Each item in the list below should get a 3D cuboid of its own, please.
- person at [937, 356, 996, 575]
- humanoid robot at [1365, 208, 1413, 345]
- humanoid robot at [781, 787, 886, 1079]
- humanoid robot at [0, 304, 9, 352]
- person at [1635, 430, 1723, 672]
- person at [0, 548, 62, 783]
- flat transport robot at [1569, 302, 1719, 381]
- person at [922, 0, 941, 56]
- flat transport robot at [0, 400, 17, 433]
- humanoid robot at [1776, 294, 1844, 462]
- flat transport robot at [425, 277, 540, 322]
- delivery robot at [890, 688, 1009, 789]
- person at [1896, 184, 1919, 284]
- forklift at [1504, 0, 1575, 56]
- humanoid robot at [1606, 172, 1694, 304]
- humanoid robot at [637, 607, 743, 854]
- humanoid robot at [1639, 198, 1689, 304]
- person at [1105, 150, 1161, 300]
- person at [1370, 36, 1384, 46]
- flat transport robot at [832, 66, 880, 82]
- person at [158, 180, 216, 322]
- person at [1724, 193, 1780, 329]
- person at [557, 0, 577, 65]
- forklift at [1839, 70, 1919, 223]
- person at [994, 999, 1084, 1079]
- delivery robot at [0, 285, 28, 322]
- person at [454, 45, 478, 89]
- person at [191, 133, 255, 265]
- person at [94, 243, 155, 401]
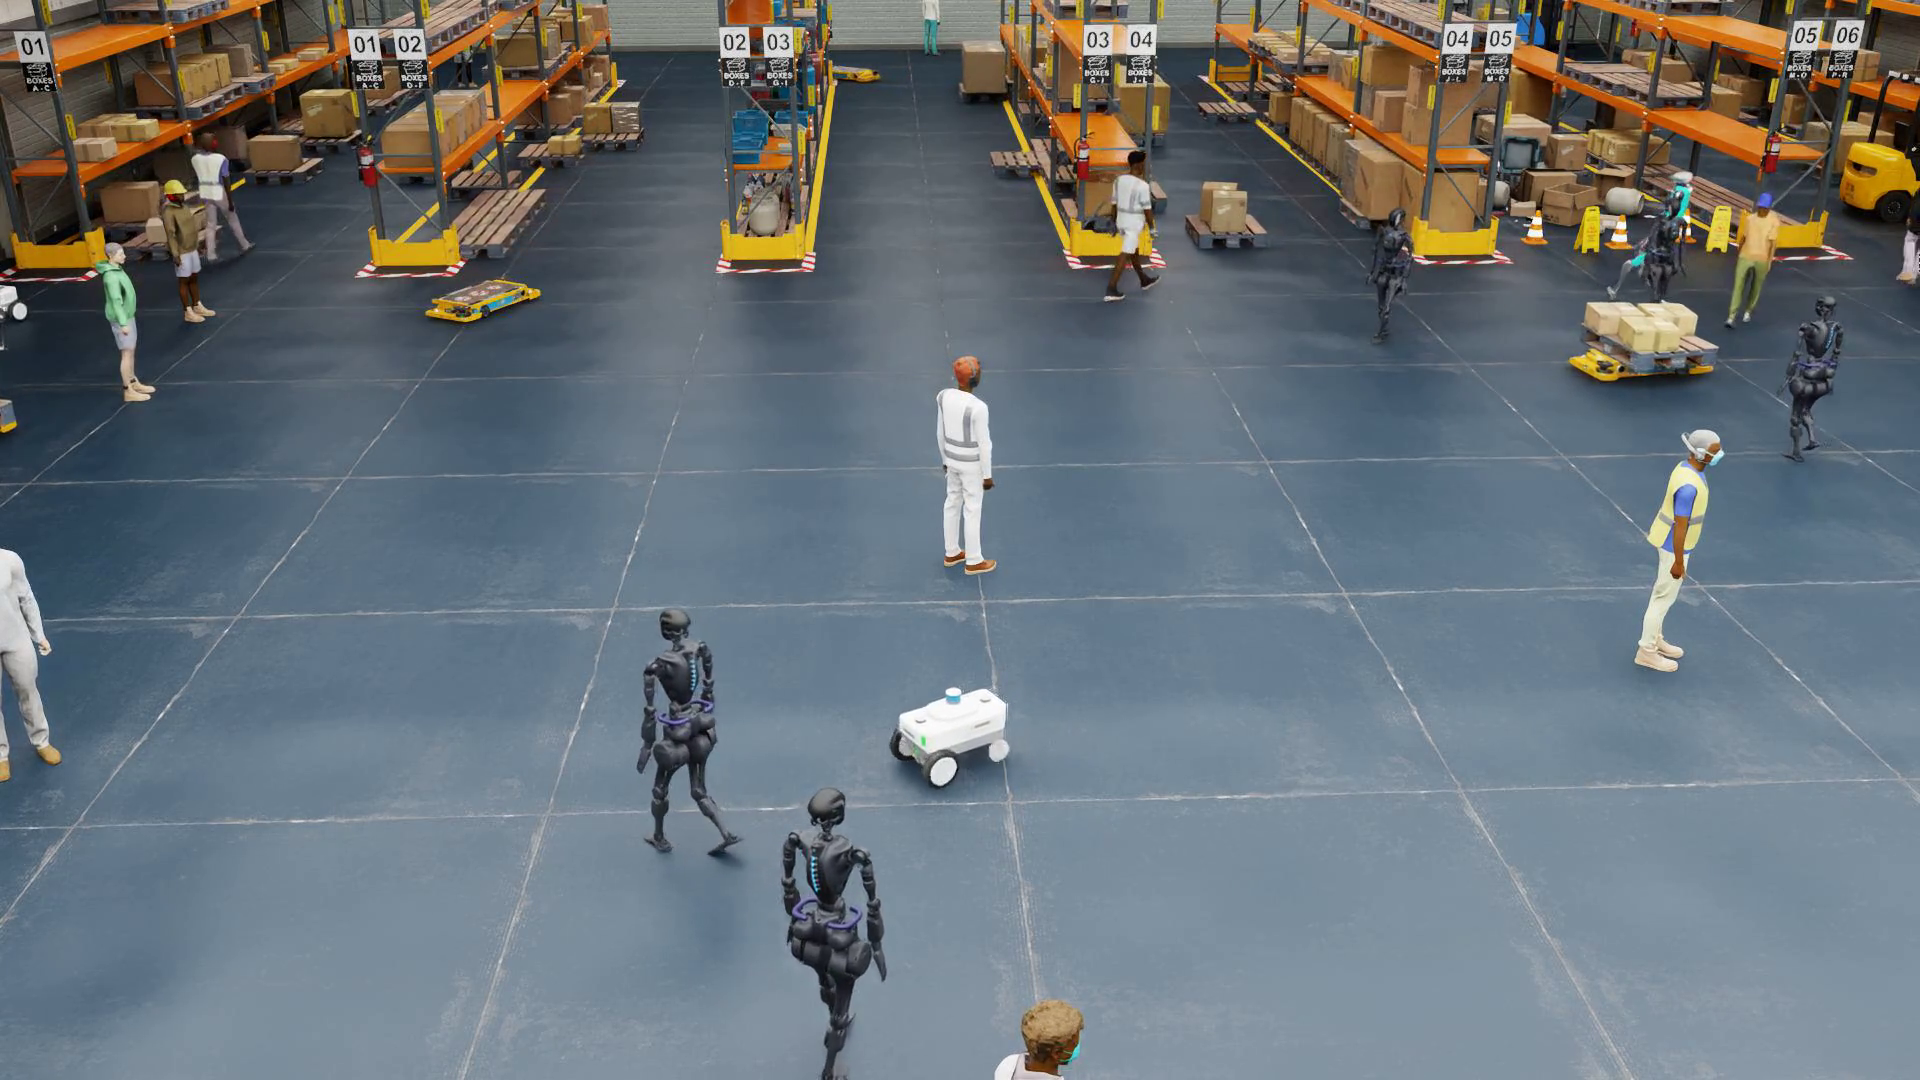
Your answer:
[{"bbox_3d":[0.058,-0.624,13.892,0.351,1.882,0.582,-21,31,-39],"label":"person"},{"bbox_3d":[5.109,-3.165,19.862,0.591,1.631,0.602,-20,31,-38],"label":"humanoid robot"},{"bbox_3d":[-0.618,1.958,8.362,0.590,1.633,0.686,11,26,23],"label":"humanoid robot"},{"bbox_3d":[-11.451,-2.885,19.174,1.022,1.745,0.542,2,24,4],"label":"humanoid robot"},{"bbox_3d":[5.317,0.061,12.359,0.398,1.886,0.510,11,26,23],"label":"person"},{"bbox_3d":[-6.341,0.669,10.971,0.569,1.896,0.375,-18,30,-35],"label":"person"},{"bbox_3d":[7.826,-2.050,19.078,1.431,0.231,0.659,-5,25,-12],"label":"flat transport robot"},{"bbox_3d":[-0.724,-13.290,42.493,0.522,1.769,0.316,18,30,35],"label":"person"},{"bbox_3d":[-10.313,-1.009,16.741,0.659,0.231,1.431,6,25,13],"label":"flat transport robot"},{"bbox_3d":[8.342,-1.585,16.301,0.608,1.652,0.356,-7,25,-15],"label":"humanoid robot"},{"bbox_3d":[-6.139,-3.096,21.429,0.659,0.231,1.431,12,27,25],"label":"flat transport robot"},{"bbox_3d":[-0.062,1.297,11.226,0.812,0.611,0.499,-15,28,-30],"label":"delivery robot"},{"bbox_3d":[12.959,-4.300,22.221,0.563,1.815,0.484,6,25,14],"label":"person"},{"bbox_3d":[14.700,-13.805,42.301,1.873,2.768,1.129,-1,24,-2],"label":"forklift"},{"bbox_3d":[8.839,-3.885,21.440,0.944,1.794,0.569,15,28,29],"label":"humanoid robot"},{"bbox_3d":[-1.670,1.185,10.134,0.665,1.631,0.589,18,29,34],"label":"humanoid robot"},{"bbox_3d":[8.641,-3.394,20.431,0.608,1.650,0.622,-4,24,-10],"label":"humanoid robot"},{"bbox_3d":[2.284,-4.118,21.701,1.016,1.910,0.606,-14,28,-29],"label":"person"},{"bbox_3d":[10.554,-12.935,41.676,0.449,1.788,0.612,-3,24,-7],"label":"person"},{"bbox_3d":[-2.655,-10.944,39.063,1.431,0.231,0.659,14,27,28],"label":"flat transport robot"},{"bbox_3d":[-9.696,-3.614,20.754,0.401,1.763,0.536,3,24,6],"label":"person"},{"bbox_3d":[9.748,-3.418,20.422,0.435,1.665,0.918,13,27,27],"label":"person"},{"bbox_3d":[-9.764,-12.495,40.650,0.925,1.818,0.509,5,25,12],"label":"person"},{"bbox_3d":[15.132,-6.143,25.915,2.313,2.155,1.214,-1,24,-2],"label":"forklift"},{"bbox_3d":[0.317,2.619,6.568,0.375,1.914,0.489,-14,28,-29],"label":"person"},{"bbox_3d":[-12.080,-2.926,20.717,0.503,0.612,0.783,8,25,17],"label":"delivery robot"},{"bbox_3d":[-11.256,-11.091,37.630,0.540,1.700,0.316,5,25,11],"label":"person"},{"bbox_3d":[-10.479,-4.839,23.483,0.574,1.776,0.997,3,24,8],"label":"person"},{"bbox_3d":[-9.046,-2.362,17.985,0.315,1.734,0.478,-7,25,-16],"label":"person"}]
